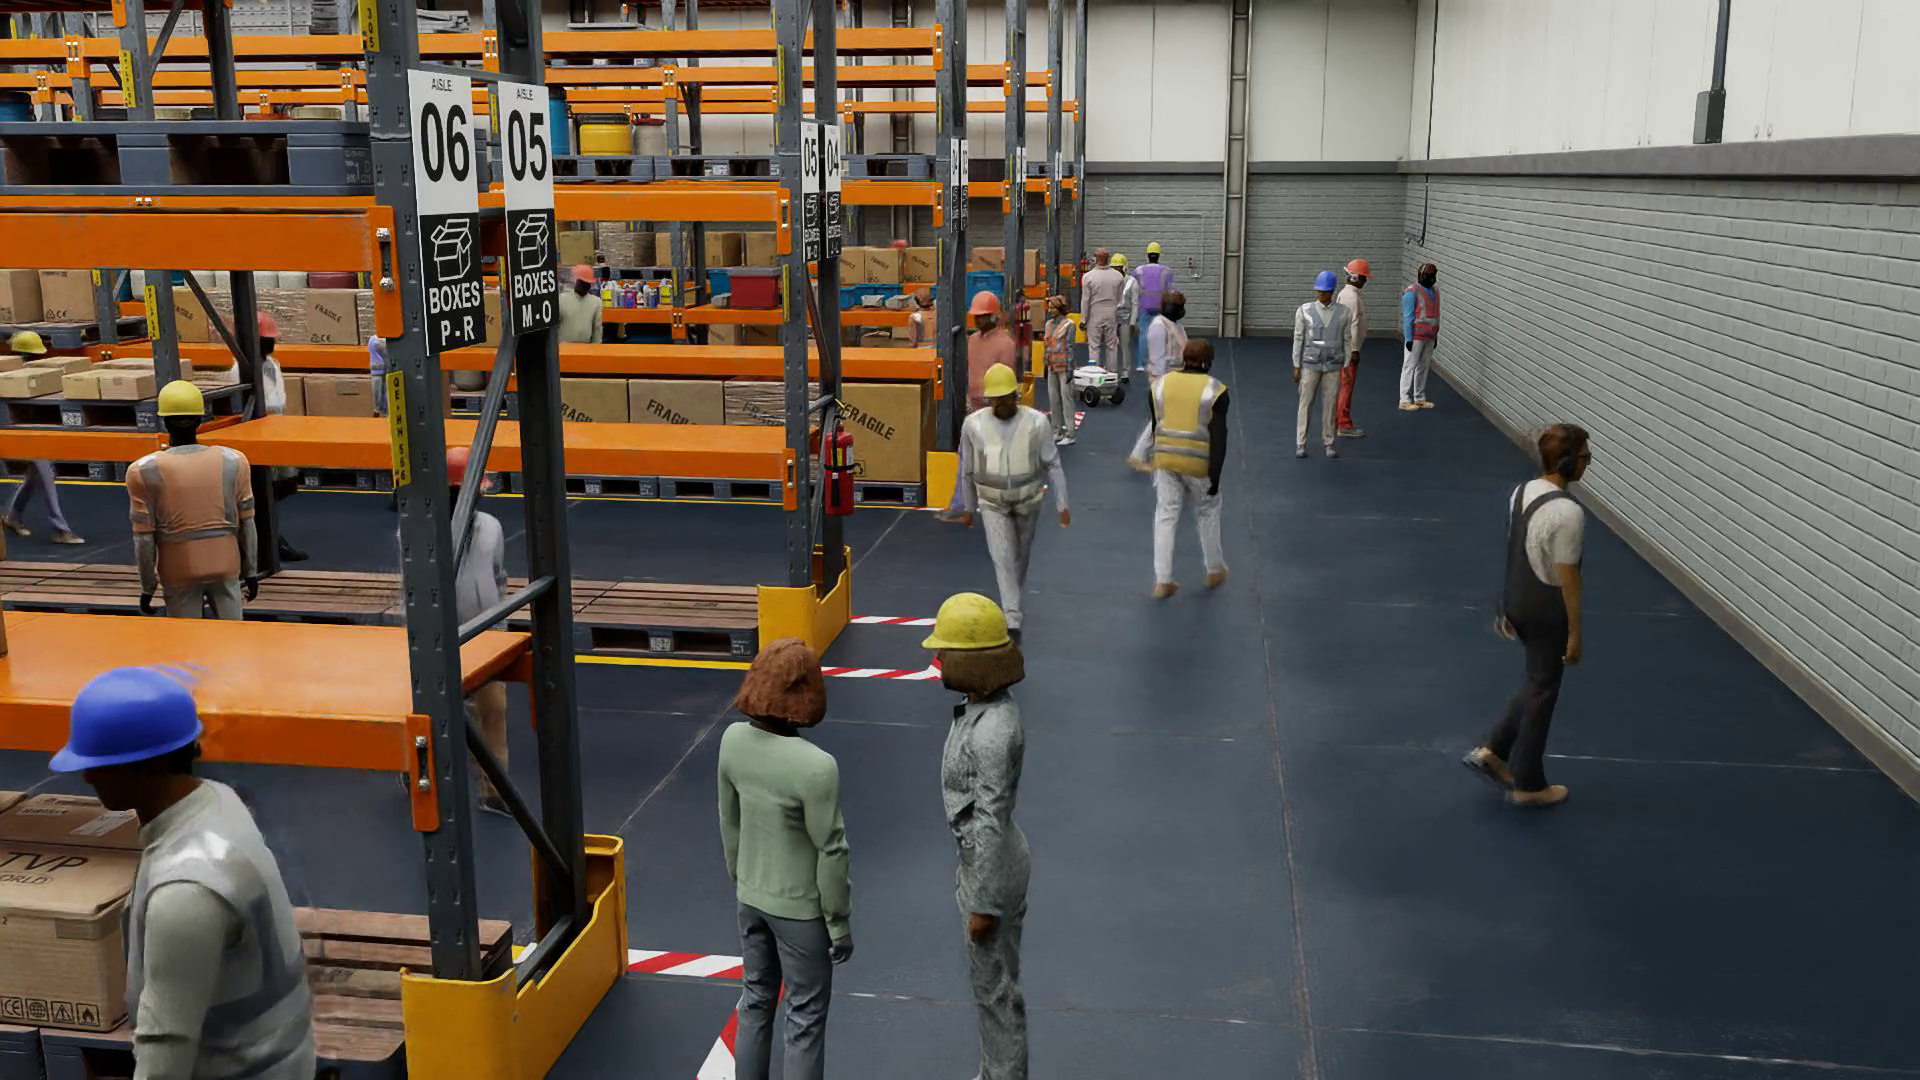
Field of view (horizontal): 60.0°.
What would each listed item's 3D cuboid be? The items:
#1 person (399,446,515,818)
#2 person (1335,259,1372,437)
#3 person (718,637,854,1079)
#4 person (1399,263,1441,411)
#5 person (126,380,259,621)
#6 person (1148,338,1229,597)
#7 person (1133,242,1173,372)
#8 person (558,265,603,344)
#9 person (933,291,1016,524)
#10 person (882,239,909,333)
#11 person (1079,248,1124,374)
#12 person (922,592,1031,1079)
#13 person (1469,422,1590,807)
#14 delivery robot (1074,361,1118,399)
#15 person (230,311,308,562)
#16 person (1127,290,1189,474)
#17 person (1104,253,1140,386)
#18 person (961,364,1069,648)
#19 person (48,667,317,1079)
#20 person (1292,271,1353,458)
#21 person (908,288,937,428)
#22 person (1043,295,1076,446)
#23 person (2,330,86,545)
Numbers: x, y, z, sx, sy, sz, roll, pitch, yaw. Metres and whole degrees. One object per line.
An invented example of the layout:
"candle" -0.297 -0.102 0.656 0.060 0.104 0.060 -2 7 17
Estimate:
"person" -2.318 0.420 7.659 0.653 1.734 0.572 9 15 35
"person" 4.412 -2.165 18.774 0.393 1.985 0.611 0 12 0
"person" -0.505 1.081 4.919 0.503 1.633 0.280 11 17 41
"person" 5.779 -2.540 20.823 0.624 1.835 0.431 -10 16 -38
"person" -3.861 0.156 8.428 0.584 1.927 0.367 -9 16 -37
"person" 1.654 -0.530 11.814 0.628 1.798 0.878 7 14 29
"person" 2.867 -3.460 24.774 0.588 1.918 0.392 2 13 10
"person" -4.307 -2.138 18.799 0.614 1.918 1.001 -12 17 -42
"person" 0.138 -1.073 13.867 0.799 1.965 0.633 -10 16 -38
"person" -1.070 -3.886 26.740 0.599 1.907 0.548 5 13 20
"person" 1.948 -3.075 23.058 0.639 1.911 0.406 -4 13 -19
"person" 0.049 1.005 5.032 0.321 1.736 0.485 -1 13 -3
"person" 2.710 0.362 7.706 0.411 1.833 0.545 -2 13 -10
"delivery robot" 1.697 -2.056 21.324 0.477 0.478 0.707 -9 15 -34
"person" -5.336 -0.780 12.670 0.569 1.921 0.550 3 13 12
"person" 2.038 -1.531 16.321 0.697 1.819 0.651 7 14 30
"person" 2.198 -3.075 23.228 0.590 1.833 0.404 7 15 30
"person" 0.345 -0.263 10.693 0.676 1.776 0.948 0 12 -1
"person" -1.739 1.204 3.707 0.668 1.918 0.605 -6 14 -27
"person" 3.766 -1.818 17.299 0.608 1.942 0.403 0 12 2
"person" -0.395 -2.079 19.172 0.514 1.639 0.310 -11 16 -40
"person" 1.092 -1.858 18.199 0.313 1.631 0.525 -8 15 -33
"person" -7.465 -0.832 13.350 0.892 1.725 0.523 3 13 14
